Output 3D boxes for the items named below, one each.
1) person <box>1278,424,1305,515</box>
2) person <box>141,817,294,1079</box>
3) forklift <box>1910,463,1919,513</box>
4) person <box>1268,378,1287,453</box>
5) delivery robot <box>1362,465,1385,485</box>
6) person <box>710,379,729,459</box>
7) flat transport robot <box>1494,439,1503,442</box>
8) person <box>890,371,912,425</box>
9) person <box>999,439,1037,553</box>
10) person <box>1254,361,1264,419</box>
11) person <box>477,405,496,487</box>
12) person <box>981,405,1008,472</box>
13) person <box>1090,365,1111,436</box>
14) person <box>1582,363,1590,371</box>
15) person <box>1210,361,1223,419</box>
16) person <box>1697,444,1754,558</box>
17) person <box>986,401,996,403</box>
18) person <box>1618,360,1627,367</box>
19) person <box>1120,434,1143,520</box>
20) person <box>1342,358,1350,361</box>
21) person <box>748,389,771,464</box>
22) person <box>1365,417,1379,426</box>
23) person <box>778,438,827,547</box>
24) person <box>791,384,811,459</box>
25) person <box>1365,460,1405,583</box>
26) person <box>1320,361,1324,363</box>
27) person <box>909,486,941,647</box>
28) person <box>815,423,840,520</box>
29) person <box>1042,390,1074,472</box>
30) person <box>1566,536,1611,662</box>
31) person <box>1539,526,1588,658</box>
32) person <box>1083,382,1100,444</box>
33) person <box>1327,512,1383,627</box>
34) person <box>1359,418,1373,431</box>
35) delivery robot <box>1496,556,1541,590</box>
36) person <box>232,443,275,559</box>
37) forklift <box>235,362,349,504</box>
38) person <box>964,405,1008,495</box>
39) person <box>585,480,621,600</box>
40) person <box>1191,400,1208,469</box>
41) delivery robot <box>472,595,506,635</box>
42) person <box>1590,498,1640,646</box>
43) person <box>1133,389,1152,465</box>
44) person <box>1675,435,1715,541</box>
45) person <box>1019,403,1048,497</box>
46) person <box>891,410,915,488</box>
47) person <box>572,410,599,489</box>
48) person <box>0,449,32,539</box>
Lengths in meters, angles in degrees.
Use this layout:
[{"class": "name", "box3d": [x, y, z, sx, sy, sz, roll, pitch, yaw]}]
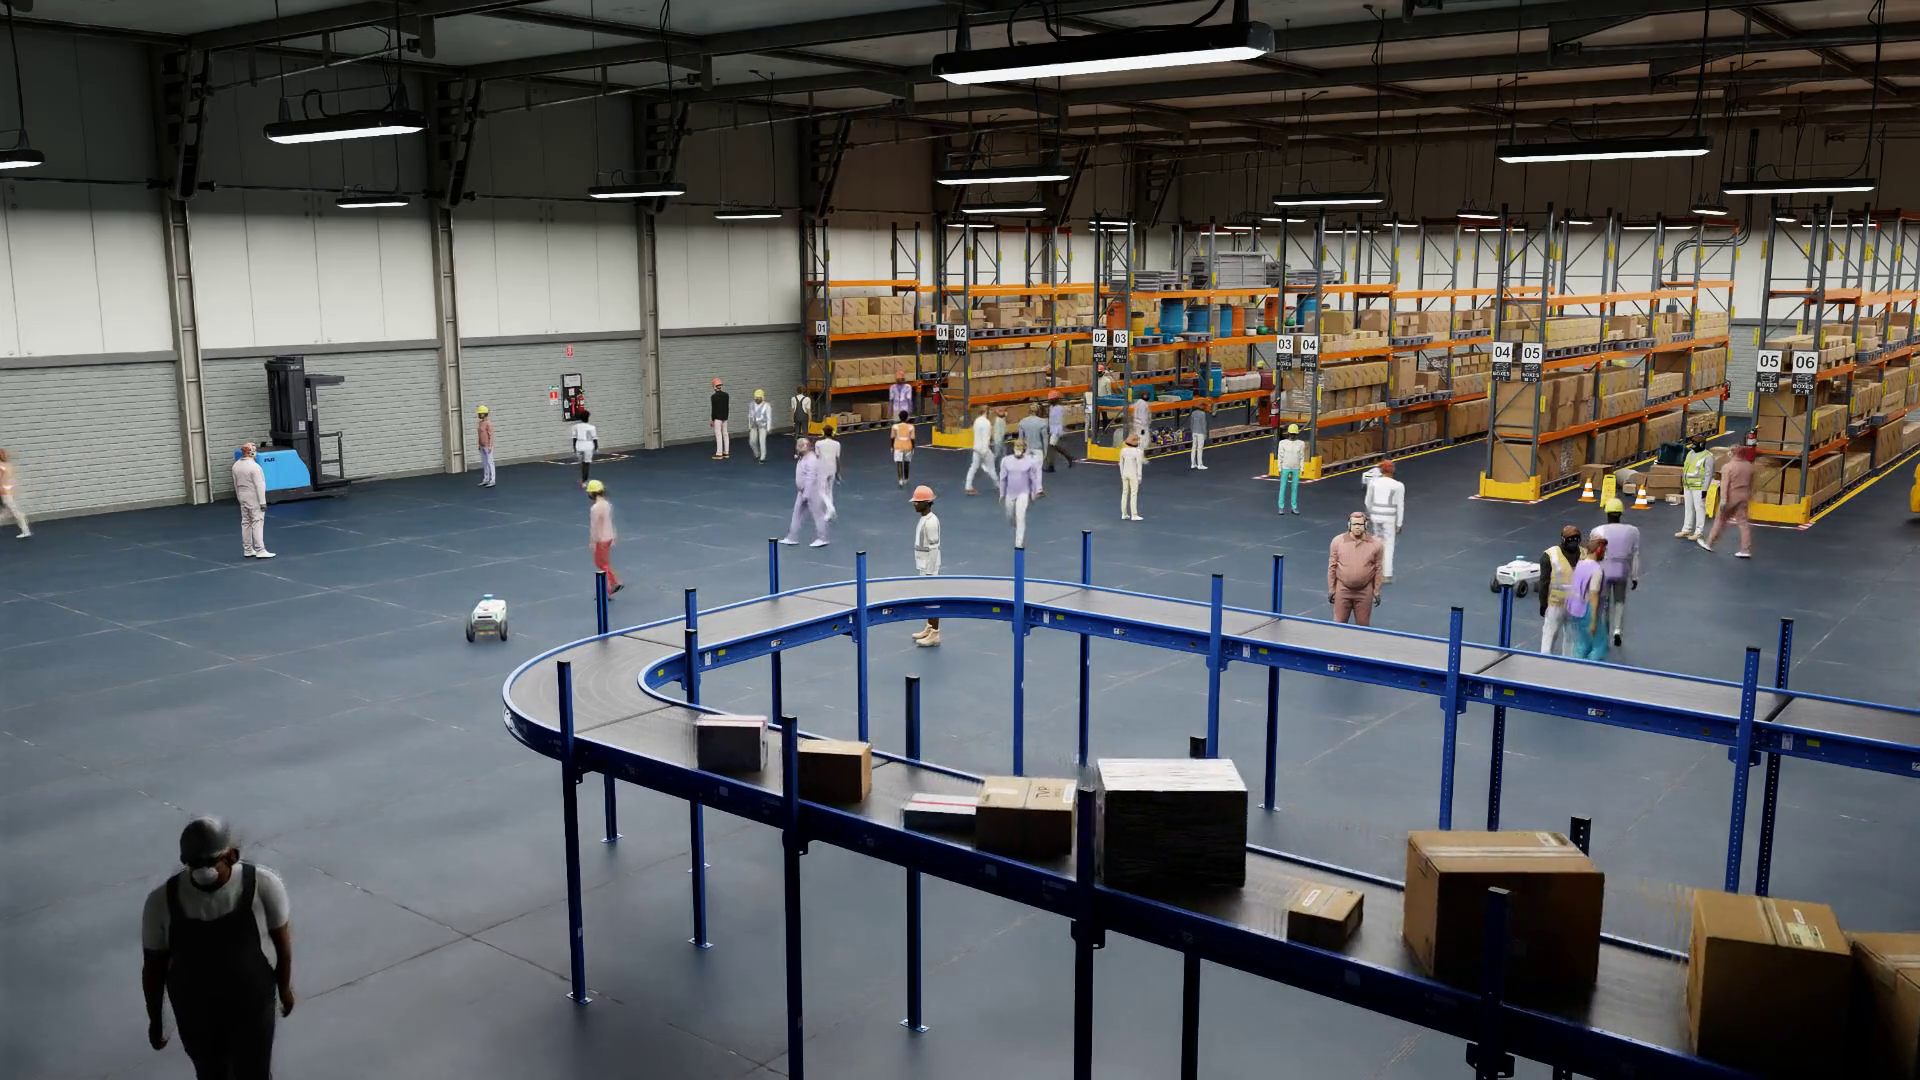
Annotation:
[{"class": "person", "box3d": [6.398, -1.370, 30.232, 0.523, 1.760, 0.325, -1, 10, -4]}, {"class": "person", "box3d": [-3.877, 2.431, 8.158, 0.702, 2.000, 0.896, -3, 11, -16]}, {"class": "forklift", "box3d": [19.034, -1.348, 28.998, 2.313, 2.155, 1.214, 8, 13, 37]}, {"class": "person", "box3d": [8.200, -3.201, 39.986, 0.620, 1.946, 0.779, 9, 14, 42]}, {"class": "delivery robot", "box3d": [8.896, -1.361, 33.418, 0.477, 0.478, 0.707, 9, 13, 42]}, {"class": "person", "box3d": [-5.974, -3.009, 38.815, 0.392, 1.985, 0.609, 6, 12, 31]}, {"class": "flat transport robot", "box3d": [14.660, -2.711, 42.082, 0.652, 0.197, 1.431, 4, 11, 23]}, {"class": "person", "box3d": [-1.567, -3.441, 41.151, 0.605, 2.027, 0.446, 2, 10, 9]}, {"class": "person", "box3d": [0.997, -0.773, 26.434, 0.636, 1.920, 0.823, 4, 11, 19]}, {"class": "person", "box3d": [9.265, -4.638, 48.458, 0.630, 1.809, 0.659, 3, 10, 16]}, {"class": "person", "box3d": [-10.305, -2.036, 33.954, 0.315, 1.769, 0.524, -10, 14, -44]}, {"class": "person", "box3d": [0.838, -2.289, 35.805, 0.611, 1.615, 0.521, 3, 11, 18]}, {"class": "person", "box3d": [3.937, -3.918, 43.902, 0.625, 1.992, 0.388, 8, 13, 37]}, {"class": "person", "box3d": [18.806, -4.433, 47.095, 0.923, 1.897, 0.539, -10, 14, -44]}, {"class": "person", "box3d": [7.868, -4.659, 48.609, 0.585, 1.802, 0.554, 4, 11, 20]}, {"class": "person", "box3d": [12.794, -0.665, 25.990, 0.675, 1.852, 1.015, -3, 10, -16]}, {"class": "person", "box3d": [0.849, -4.308, 46.329, 0.585, 1.907, 0.771, 5, 11, 25]}, {"class": "person", "box3d": [20.205, -4.546, 47.752, 0.609, 1.887, 0.854, -10, 14, -44]}, {"class": "person", "box3d": [3.239, -1.194, 29.587, 0.289, 1.633, 0.501, -9, 14, -42]}, {"class": "person", "box3d": [13.551, -5.753, 54.583, 0.508, 1.872, 0.329, 6, 12, 32]}, {"class": "person", "box3d": [-4.842, -2.729, 37.709, 0.616, 1.812, 0.443, 4, 11, 20]}, {"class": "person", "box3d": [12.336, -4.420, 46.721, 0.611, 1.997, 0.375, 8, 13, 38]}, {"class": "person", "box3d": [-2.695, -0.793, 26.652, 0.915, 1.866, 0.667, -5, 11, -26]}, {"class": "person", "box3d": [-3.937, -2.947, 38.882, 0.505, 1.841, 0.331, 2, 10, 10]}, {"class": "person", "box3d": [6.486, -0.296, 23.961, 0.610, 1.842, 0.576, 8, 13, 37]}, {"class": "person", "box3d": [12.368, -5.651, 53.868, 0.390, 1.920, 0.587, 3, 10, 15]}, {"class": "person", "box3d": [-0.447, 0.323, 19.896, 0.391, 2.040, 0.615, -2, 10, -9]}, {"class": "person", "box3d": [-2.468, -1.256, 29.332, 0.533, 1.850, 0.681, -5, 11, -27]}, {"class": "person", "box3d": [2.297, -2.546, 36.442, 0.768, 1.911, 0.538, -3, 10, -14]}, {"class": "person", "box3d": [7.041, 0.865, 17.491, 0.451, 1.810, 0.633, 0, 10, 0]}, {"class": "person", "box3d": [7.020, 0.739, 18.121, 0.631, 1.842, 0.428, -1, 10, -3]}, {"class": "person", "box3d": [3.539, -3.418, 42.086, 0.510, 1.641, 0.308, 9, 13, 41]}, {"class": "person", "box3d": [4.710, 0.606, 18.684, 0.638, 1.910, 0.407, 2, 10, 11]}, {"class": "person", "box3d": [11.686, -3.904, 44.821, 0.514, 1.641, 0.308, 5, 11, 28]}, {"class": "delivery robot", "box3d": [8.244, 0.480, 23.056, 0.707, 0.478, 0.477, -7, 12, -35]}, {"class": "person", "box3d": [-11.644, -0.653, 25.774, 0.639, 1.909, 0.409, 6, 12, 29]}, {"class": "forklift", "box3d": [-13.803, -2.244, 32.110, 1.129, 2.768, 1.873, 8, 13, 37]}, {"class": "person", "box3d": [0.519, -1.894, 32.829, 1.049, 1.876, 0.647, -5, 11, -26]}, {"class": "person", "box3d": [-5.184, 0.003, 22.529, 0.375, 1.752, 0.531, 1, 10, 7]}, {"class": "person", "box3d": [5.638, -2.493, 36.895, 0.282, 1.633, 0.498, -6, 12, -31]}, {"class": "delivery robot", "box3d": [-6.133, 0.955, 20.368, 0.477, 0.478, 0.707, -2, 11, -8]}, {"class": "person", "box3d": [8.208, 0.422, 19.698, 0.614, 1.911, 0.414, 2, 10, 11]}, {"class": "person", "box3d": [4.396, -2.717, 37.658, 0.430, 1.816, 0.631, -1, 10, -3]}, {"class": "person", "box3d": [12.918, -0.925, 27.487, 0.429, 1.844, 0.626, -3, 10, -15]}, {"class": "person", "box3d": [1.529, -1.866, 32.518, 0.632, 1.936, 0.359, 4, 11, 20]}, {"class": "person", "box3d": [-1.230, -1.983, 33.947, 0.525, 1.662, 0.845, -2, 10, -9]}, {"class": "person", "box3d": [-8.039, -1.969, 33.817, 0.555, 1.667, 0.762, 3, 10, 16]}, {"class": "person", "box3d": [-16.837, -0.804, 27.494, 0.853, 1.588, 0.533, -4, 11, -19]}]
